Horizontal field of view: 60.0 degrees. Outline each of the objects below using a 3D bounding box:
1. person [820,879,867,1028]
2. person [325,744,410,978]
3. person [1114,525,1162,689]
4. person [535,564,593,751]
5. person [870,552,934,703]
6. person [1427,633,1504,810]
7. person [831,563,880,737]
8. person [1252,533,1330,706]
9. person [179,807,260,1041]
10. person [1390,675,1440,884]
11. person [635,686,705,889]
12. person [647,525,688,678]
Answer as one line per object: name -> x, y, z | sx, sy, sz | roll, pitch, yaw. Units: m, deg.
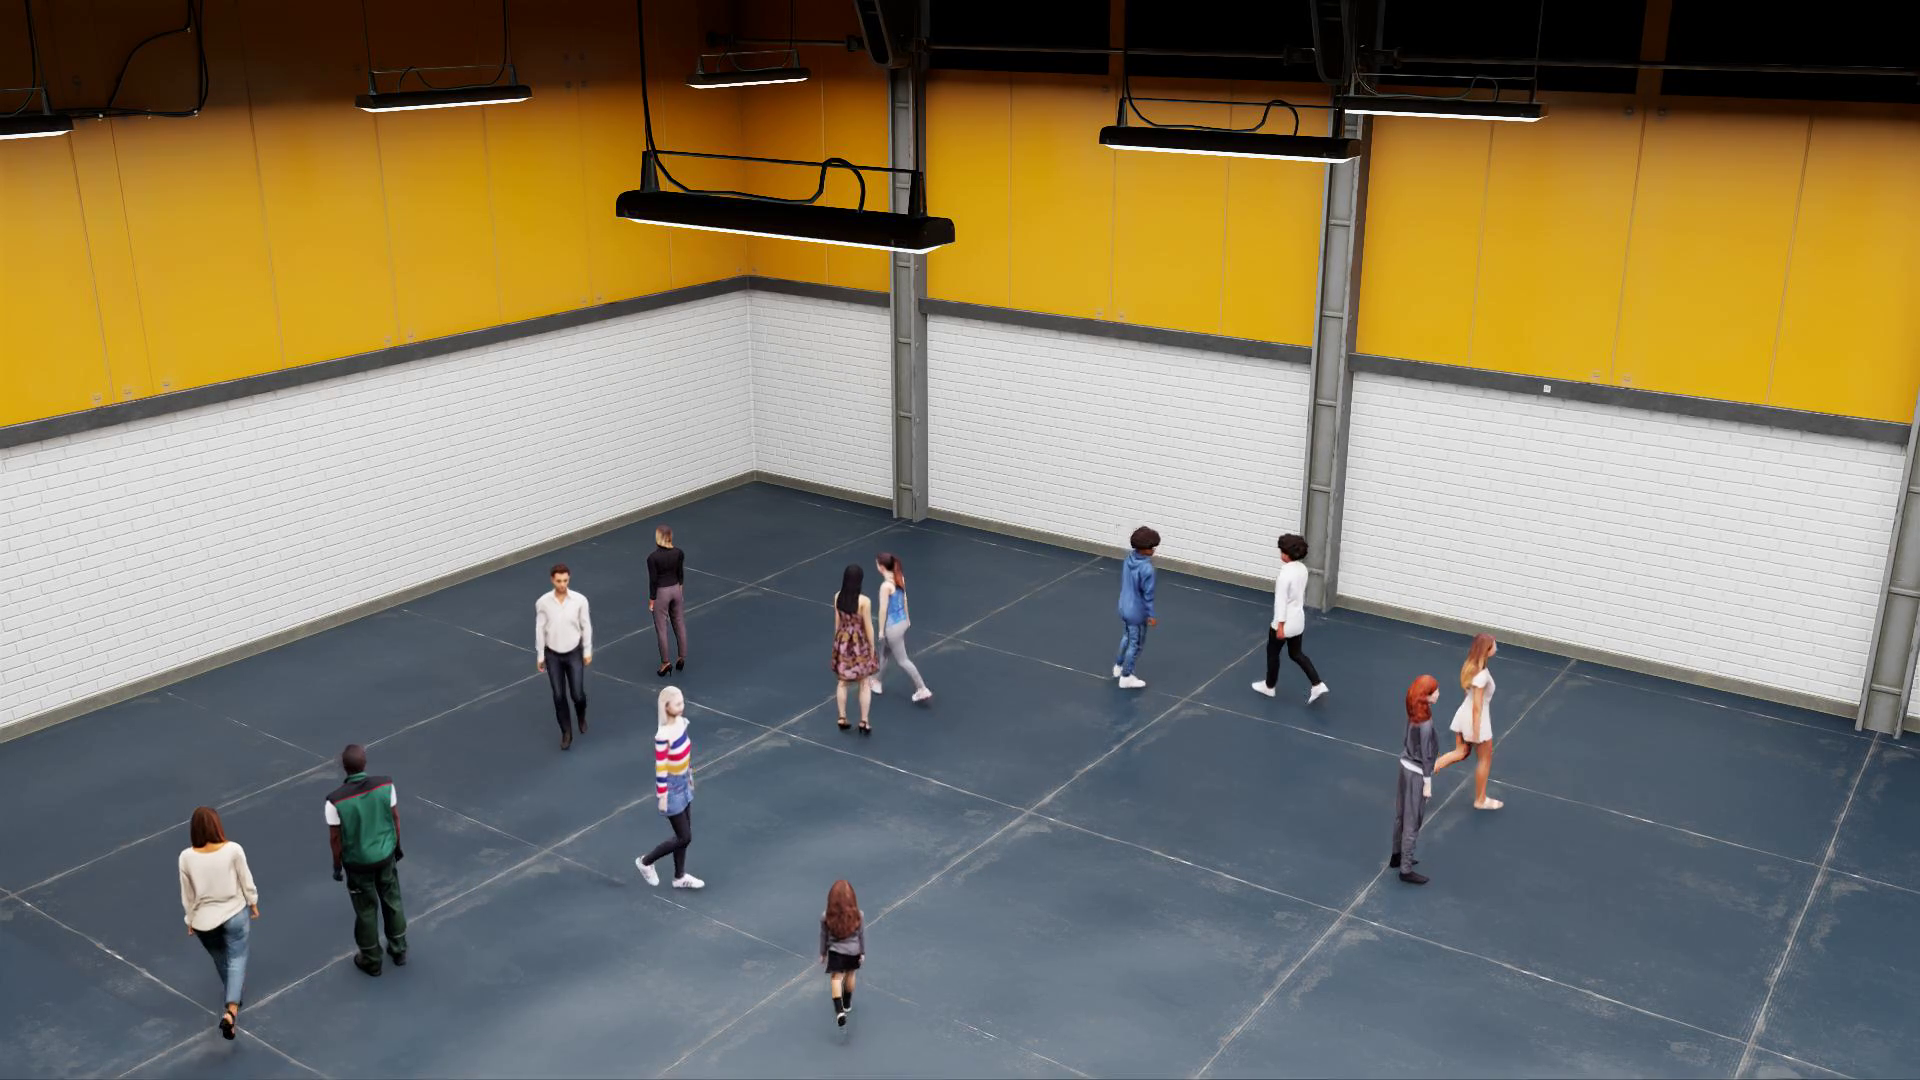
person -> -0.825, 2.914, 11.750 | 0.731, 1.095, 0.777 | -2, 19, -6
person -> -4.361, 2.346, 12.271 | 0.744, 1.839, 0.694 | -15, 24, -38
person -> 1.801, 0.696, 17.249 | 0.909, 1.789, 0.781 | -11, 22, -30
person -> -3.802, 1.081, 16.004 | 0.834, 1.854, 0.900 | -2, 19, -5
person -> -0.603, 0.924, 16.922 | 1.133, 1.565, 0.754 | 8, 20, 22
person -> 4.453, 1.616, 14.703 | 1.112, 1.670, 0.942 | 0, 19, 1
person -> -1.015, 1.080, 16.137 | 0.630, 1.770, 0.762 | 9, 20, 24
person -> 3.411, 0.825, 16.869 | 1.131, 1.786, 0.755 | 17, 25, 41
person -> -5.160, 2.681, 11.571 | 1.029, 1.650, 1.137 | -4, 19, -13
person -> 3.726, 1.929, 13.600 | 0.683, 1.780, 0.652 | -1, 19, -3
person -> -2.378, 1.995, 13.376 | 0.901, 1.799, 0.818 | 3, 19, 10
person -> -3.094, 0.636, 17.609 | 0.630, 1.672, 0.578 | -17, 25, -42
